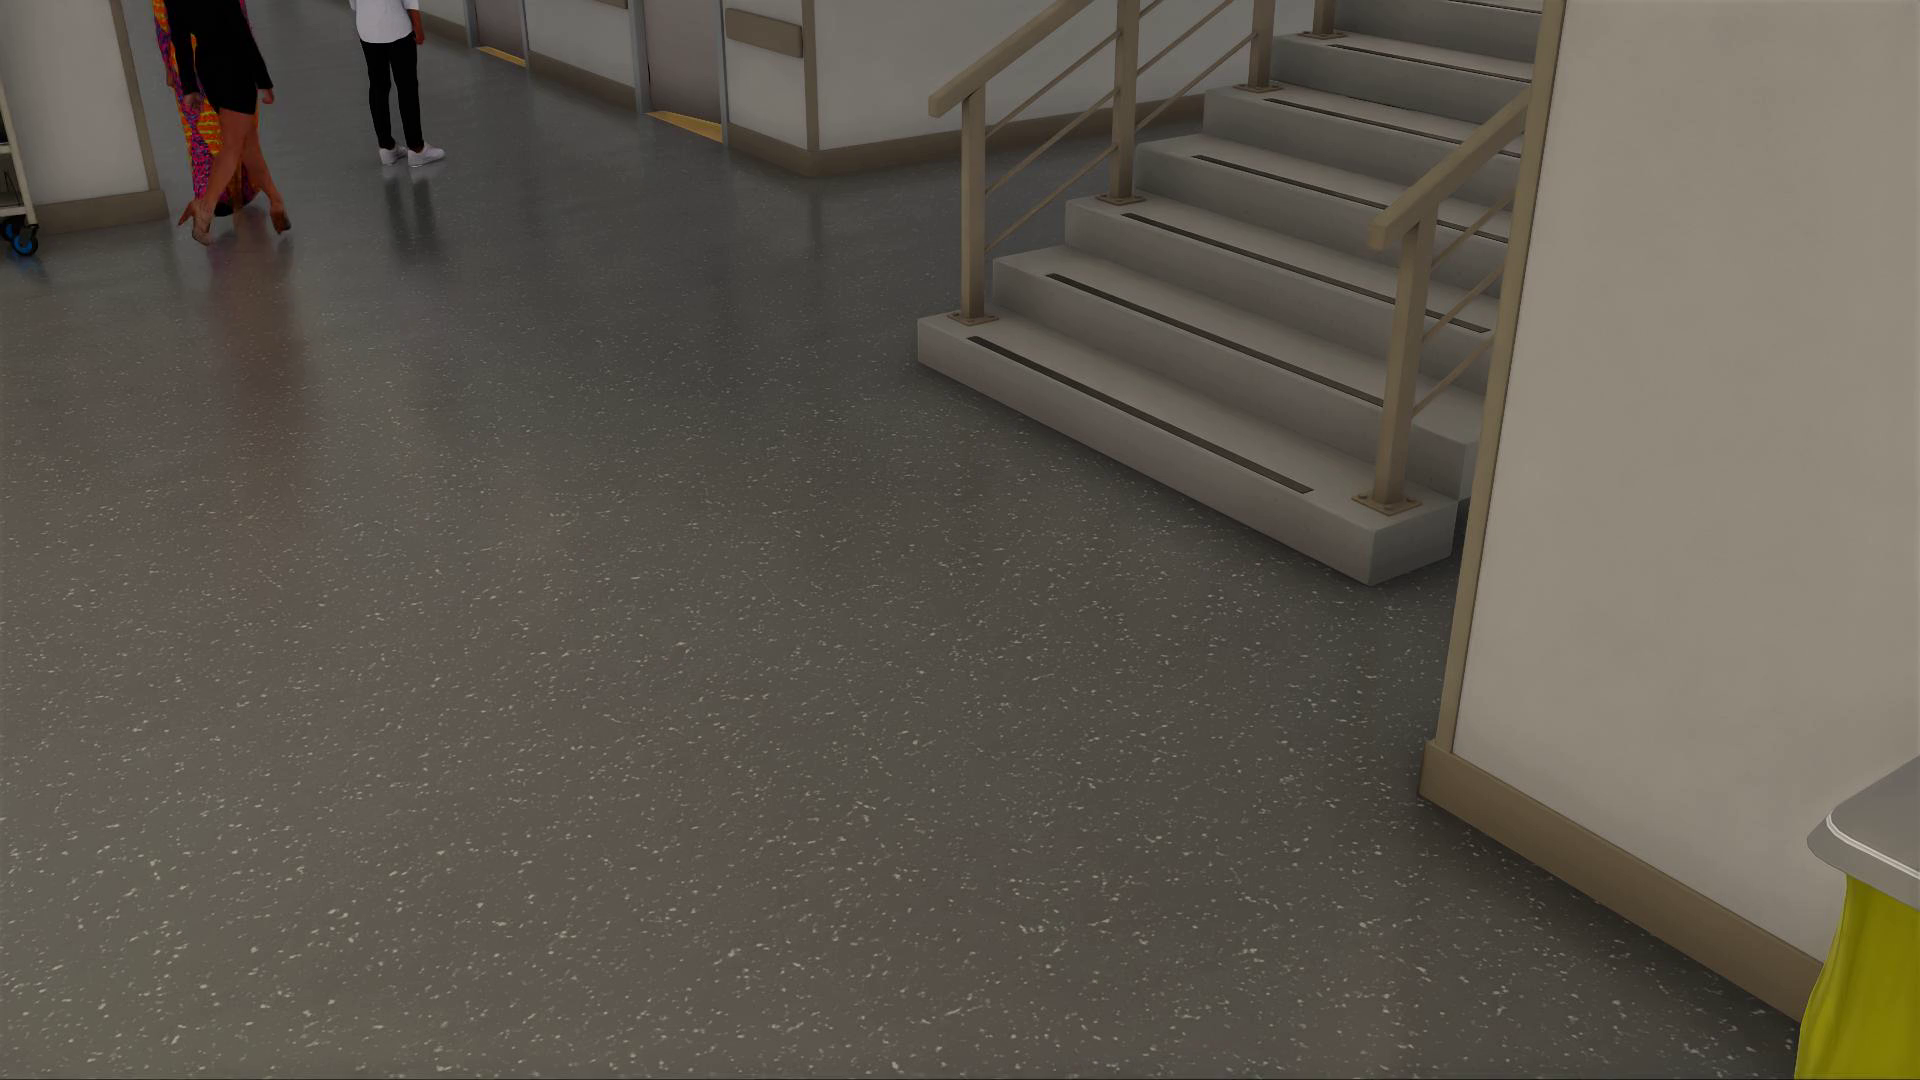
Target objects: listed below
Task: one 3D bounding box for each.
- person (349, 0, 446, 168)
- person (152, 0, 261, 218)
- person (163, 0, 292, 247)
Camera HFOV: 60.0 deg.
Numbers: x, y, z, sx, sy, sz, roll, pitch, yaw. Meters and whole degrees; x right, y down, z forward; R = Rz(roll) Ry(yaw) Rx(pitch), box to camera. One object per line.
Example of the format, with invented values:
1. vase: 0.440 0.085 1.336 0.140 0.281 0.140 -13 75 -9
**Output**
1. person: -3.561 -3.243 10.284 0.725 1.810 0.766 7 27 15
2. person: -4.132 -2.602 9.120 1.120 1.668 0.906 -9 27 -17
3. person: -3.798 -2.270 8.505 0.980 1.604 1.075 9 27 18
